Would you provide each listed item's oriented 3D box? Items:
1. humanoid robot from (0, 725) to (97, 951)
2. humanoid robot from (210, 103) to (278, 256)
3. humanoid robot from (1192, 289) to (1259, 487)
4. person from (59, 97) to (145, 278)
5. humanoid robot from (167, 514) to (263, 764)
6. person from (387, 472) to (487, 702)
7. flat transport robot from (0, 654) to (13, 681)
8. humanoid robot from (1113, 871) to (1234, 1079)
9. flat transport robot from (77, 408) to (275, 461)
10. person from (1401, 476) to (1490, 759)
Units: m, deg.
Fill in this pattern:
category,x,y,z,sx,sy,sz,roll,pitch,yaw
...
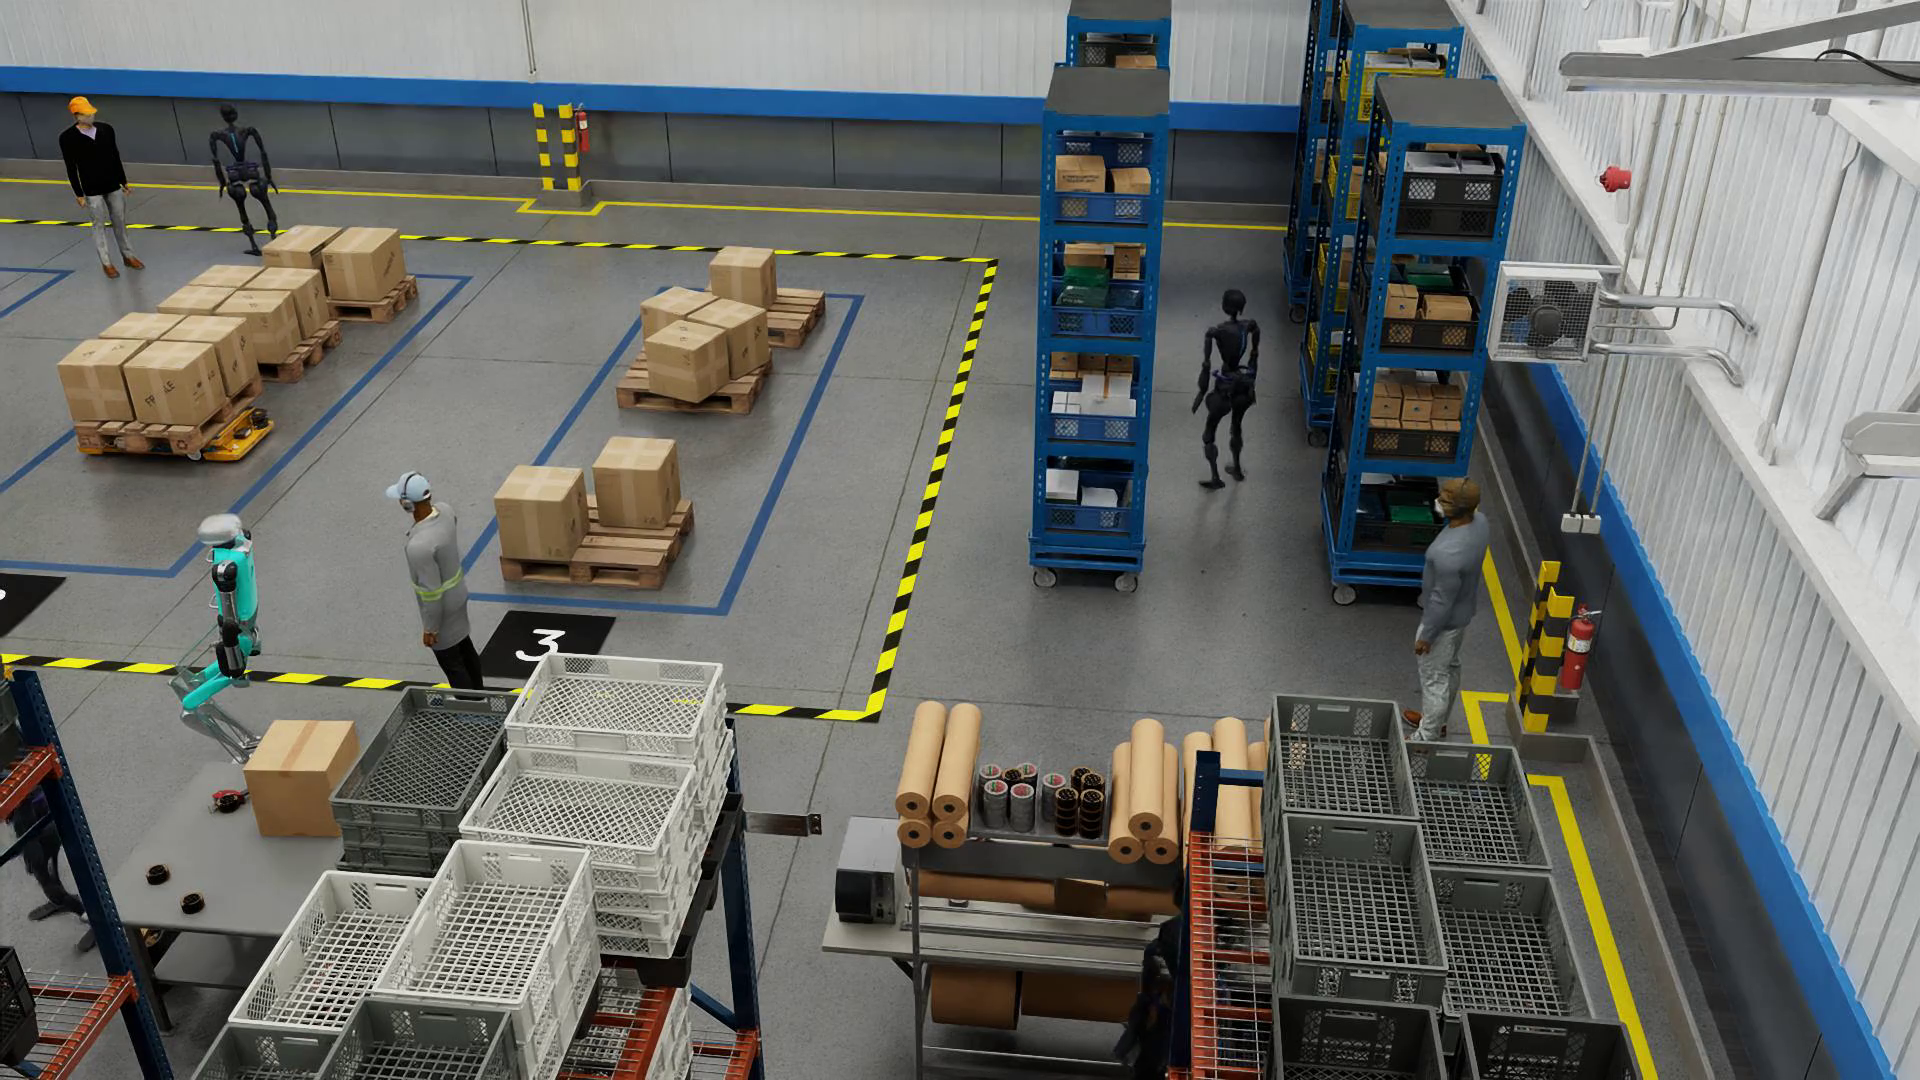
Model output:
category,x,y,z,sx,sy,sz,roll,pitch,yaw
humanoid robot,-4.918,1.438,8.800,0.393,1.634,0.587,-26,39,-37
humanoid robot,-7.691,-3.855,17.899,0.604,1.648,0.464,-9,31,-15
humanoid robot,2.168,-1.213,13.359,0.584,1.638,0.380,-17,34,-27
person,-8.997,-3.703,17.428,0.370,1.882,0.590,20,36,30
humanoid robot,-4.512,0.628,10.004,0.735,1.675,0.533,-5,31,-9
person,-3.278,0.398,10.416,0.388,1.849,0.597,0,30,0
flat transport robot,-7.142,0.969,11.010,1.431,0.231,0.659,3,30,6
humanoid robot,1.035,2.191,7.542,0.590,1.631,0.729,-20,36,-30
flat transport robot,-6.728,-0.944,14.268,1.431,0.197,0.652,3,30,6
person,2.958,0.472,10.205,0.373,1.938,0.629,17,34,27
